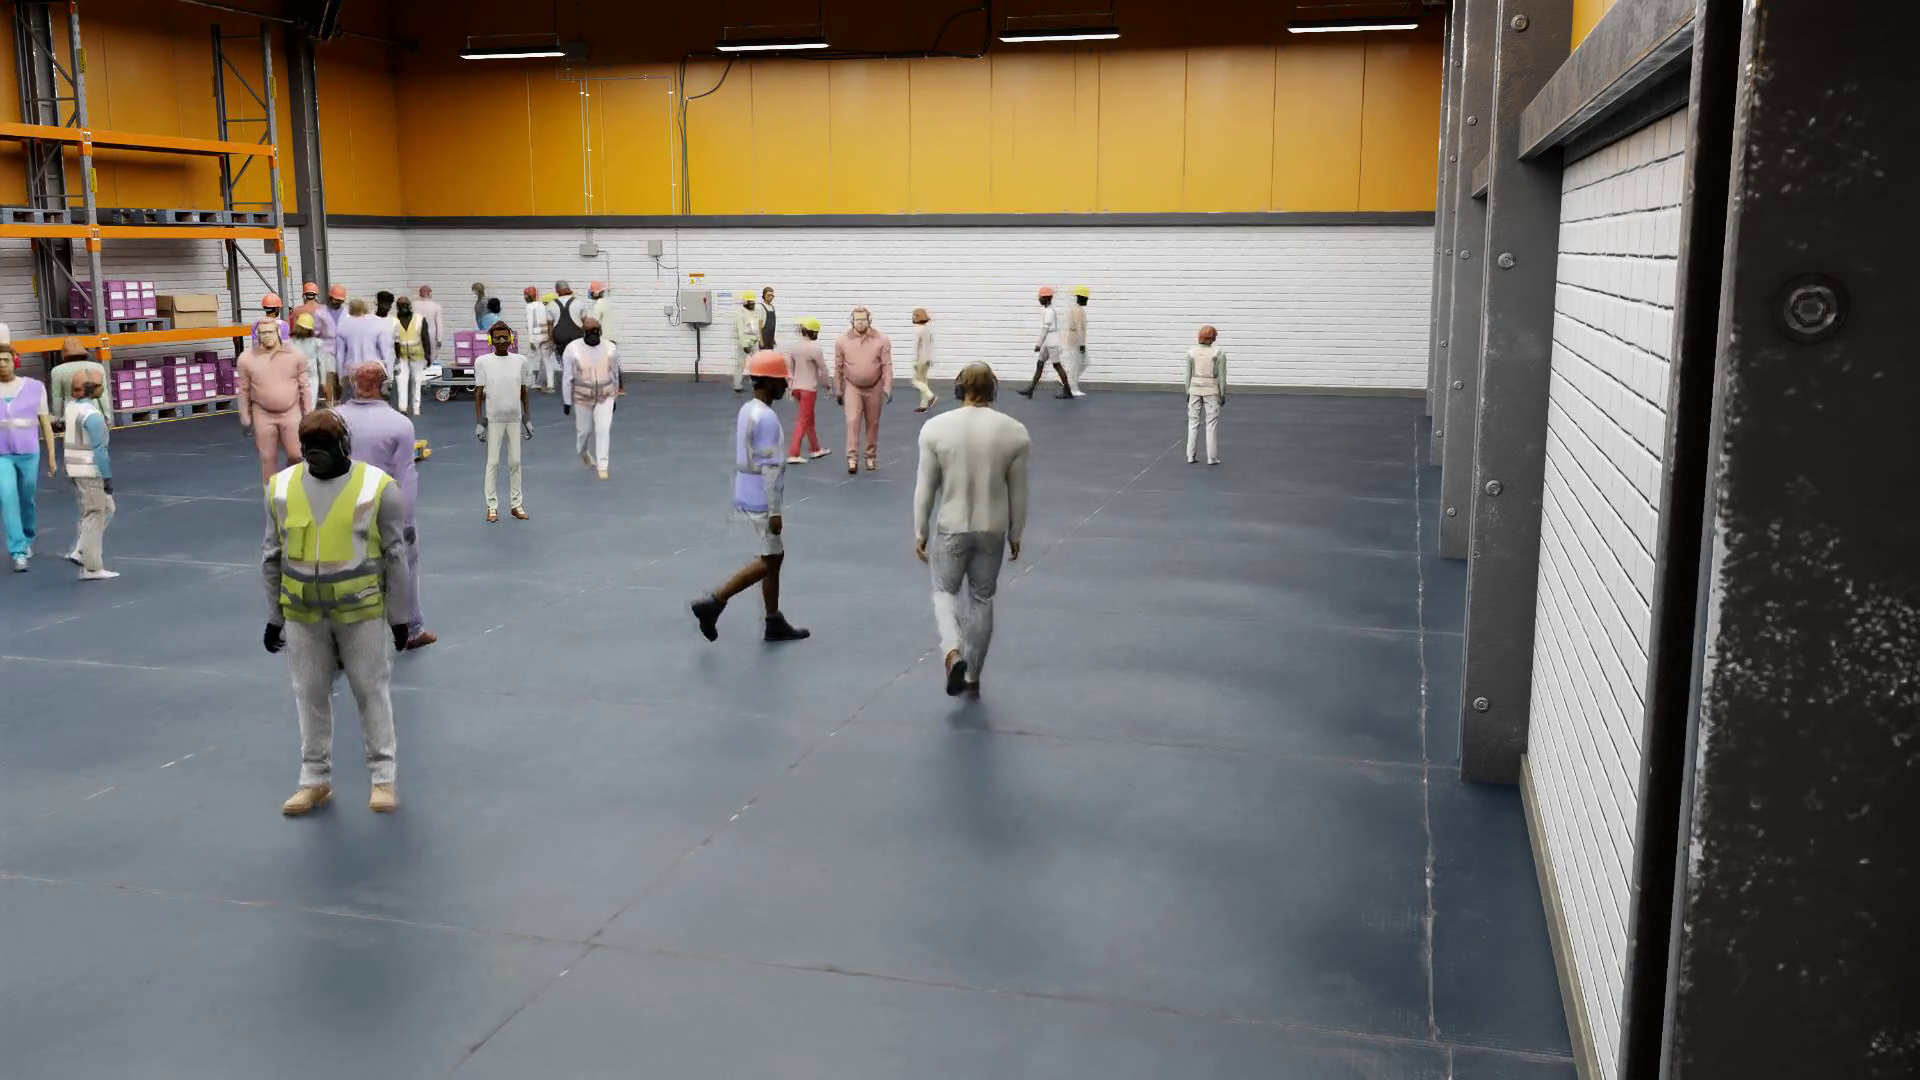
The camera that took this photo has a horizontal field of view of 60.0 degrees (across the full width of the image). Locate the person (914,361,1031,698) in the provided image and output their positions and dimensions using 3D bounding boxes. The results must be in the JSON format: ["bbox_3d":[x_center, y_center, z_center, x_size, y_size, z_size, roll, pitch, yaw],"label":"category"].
[{"bbox_3d":[0.077,-0.030,9.278,0.657,1.916,0.561,-1,10,-5],"label":"person"}]

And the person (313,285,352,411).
[{"bbox_3d":[-9.412,-2.838,25.021,0.659,1.988,0.909,-6,11,-29],"label":"person"}]

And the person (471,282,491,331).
[{"bbox_3d":[-8.616,-3.714,30.135,0.415,1.917,0.660,-6,12,-30],"label":"person"}]

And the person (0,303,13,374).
[{"bbox_3d":[-11.625,-1.955,19.860,0.609,2.031,0.609,2,10,13],"label":"person"}]

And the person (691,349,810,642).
[{"bbox_3d":[-1.345,-0.252,10.576,0.731,1.915,0.547,-4,11,-20],"label":"person"}]

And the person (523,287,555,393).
[{"bbox_3d":[-7.475,-3.500,29.150,0.930,1.827,0.624,6,11,29],"label":"person"}]

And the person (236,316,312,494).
[{"bbox_3d":[-6.520,-1.177,15.843,0.673,1.891,0.435,-4,11,-23],"label":"person"}]

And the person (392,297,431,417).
[{"bbox_3d":[-8.234,-2.723,24.845,0.644,1.790,0.946,-3,10,-17],"label":"person"}]

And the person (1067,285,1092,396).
[{"bbox_3d":[2.044,-3.395,28.380,0.420,1.900,0.591,2,10,12],"label":"person"}]

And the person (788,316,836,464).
[{"bbox_3d":[-1.727,-1.768,19.654,0.833,1.724,0.525,-10,14,-43],"label":"person"}]

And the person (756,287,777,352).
[{"bbox_3d":[-3.416,-3.555,29.451,0.348,1.840,0.506,4,11,23],"label":"person"}]

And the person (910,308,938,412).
[{"bbox_3d":[-0.549,-2.749,25.521,0.429,1.622,0.505,6,12,30],"label":"person"}]

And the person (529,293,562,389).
[{"bbox_3d":[-7.288,-3.532,29.674,0.880,1.729,0.533,4,11,23],"label":"person"}]

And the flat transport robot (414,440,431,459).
[{"bbox_3d":[-6.727,-1.010,19.478,0.652,0.197,1.431,0,10,-2],"label":"flat transport robot"}]

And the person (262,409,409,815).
[{"bbox_3d":[-2.808,0.326,7.506,0.646,1.837,0.430,0,10,-2],"label":"person"}]

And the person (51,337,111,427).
[{"bbox_3d":[-9.166,-1.307,17.346,0.518,1.605,0.652,-6,12,-32],"label":"person"}]

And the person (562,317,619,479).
[{"bbox_3d":[-4.113,-1.593,18.507,0.638,1.800,0.792,-4,11,-20],"label":"person"}]

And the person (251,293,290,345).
[{"bbox_3d":[-9.000,-2.267,21.877,0.542,1.939,0.365,2,10,10],"label":"person"}]

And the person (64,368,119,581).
[{"bbox_3d":[-6.632,-0.497,12.725,0.378,1.623,0.548,-10,14,-43],"label":"person"}]

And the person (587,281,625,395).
[{"bbox_3d":[-6.274,-3.461,28.606,1.026,1.937,0.616,0,10,0],"label":"person"}]

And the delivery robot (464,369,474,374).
[{"bbox_3d":[-8.378,-2.883,29.017,0.707,0.478,0.477,-6,12,-31],"label":"delivery robot"}]

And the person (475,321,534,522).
[{"bbox_3d":[-4.243,-1.104,15.491,0.534,1.868,0.309,-6,12,-30],"label":"person"}]

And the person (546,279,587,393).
[{"bbox_3d":[-6.801,-3.540,28.794,0.691,2.000,0.828,-1,10,-3],"label":"person"}]

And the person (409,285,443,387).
[{"bbox_3d":[-9.608,-3.641,29.905,0.637,1.868,0.981,-1,10,-7],"label":"person"}]

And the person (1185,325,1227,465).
[{"bbox_3d":[2.879,-1.695,19.515,0.509,1.629,0.315,5,11,28],"label":"person"}]

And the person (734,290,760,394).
[{"bbox_3d":[-3.551,-3.390,28.654,0.880,1.788,0.607,4,11,22],"label":"person"}]

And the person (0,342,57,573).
[{"bbox_3d":[-7.591,-0.689,13.336,0.580,1.805,0.945,-7,12,-34],"label":"person"}]

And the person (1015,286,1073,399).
[{"bbox_3d":[1.444,-3.290,27.827,0.983,1.884,0.570,0,10,1],"label":"person"}]

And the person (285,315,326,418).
[{"bbox_3d":[-8.355,-2.011,21.148,0.531,1.675,0.907,-1,10,-7],"label":"person"}]

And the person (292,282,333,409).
[{"bbox_3d":[-10.037,-3.001,25.873,0.609,1.995,0.376,-5,11,-25],"label":"person"}]

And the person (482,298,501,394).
[{"bbox_3d":[-8.076,-3.389,29.028,0.817,1.646,0.542,-8,13,-37],"label":"person"}]

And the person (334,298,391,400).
[{"bbox_3d":[-7.694,-2.157,21.394,0.670,1.900,0.873,-2,10,-9],"label":"person"}]

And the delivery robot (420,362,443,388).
[{"bbox_3d":[-9.055,-2.835,28.745,0.707,0.478,0.477,-5,11,-27],"label":"delivery robot"}]

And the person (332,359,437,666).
[{"bbox_3d":[-3.640,-0.175,10.247,0.651,1.874,0.933,2,10,11],"label":"person"}]

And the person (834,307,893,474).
[{"bbox_3d":[-1.080,-1.670,18.689,0.656,1.865,0.955,-1,10,-4],"label":"person"}]

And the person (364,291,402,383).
[{"bbox_3d":[-8.118,-2.514,23.285,0.676,1.929,0.423,-9,14,-43],"label":"person"}]
